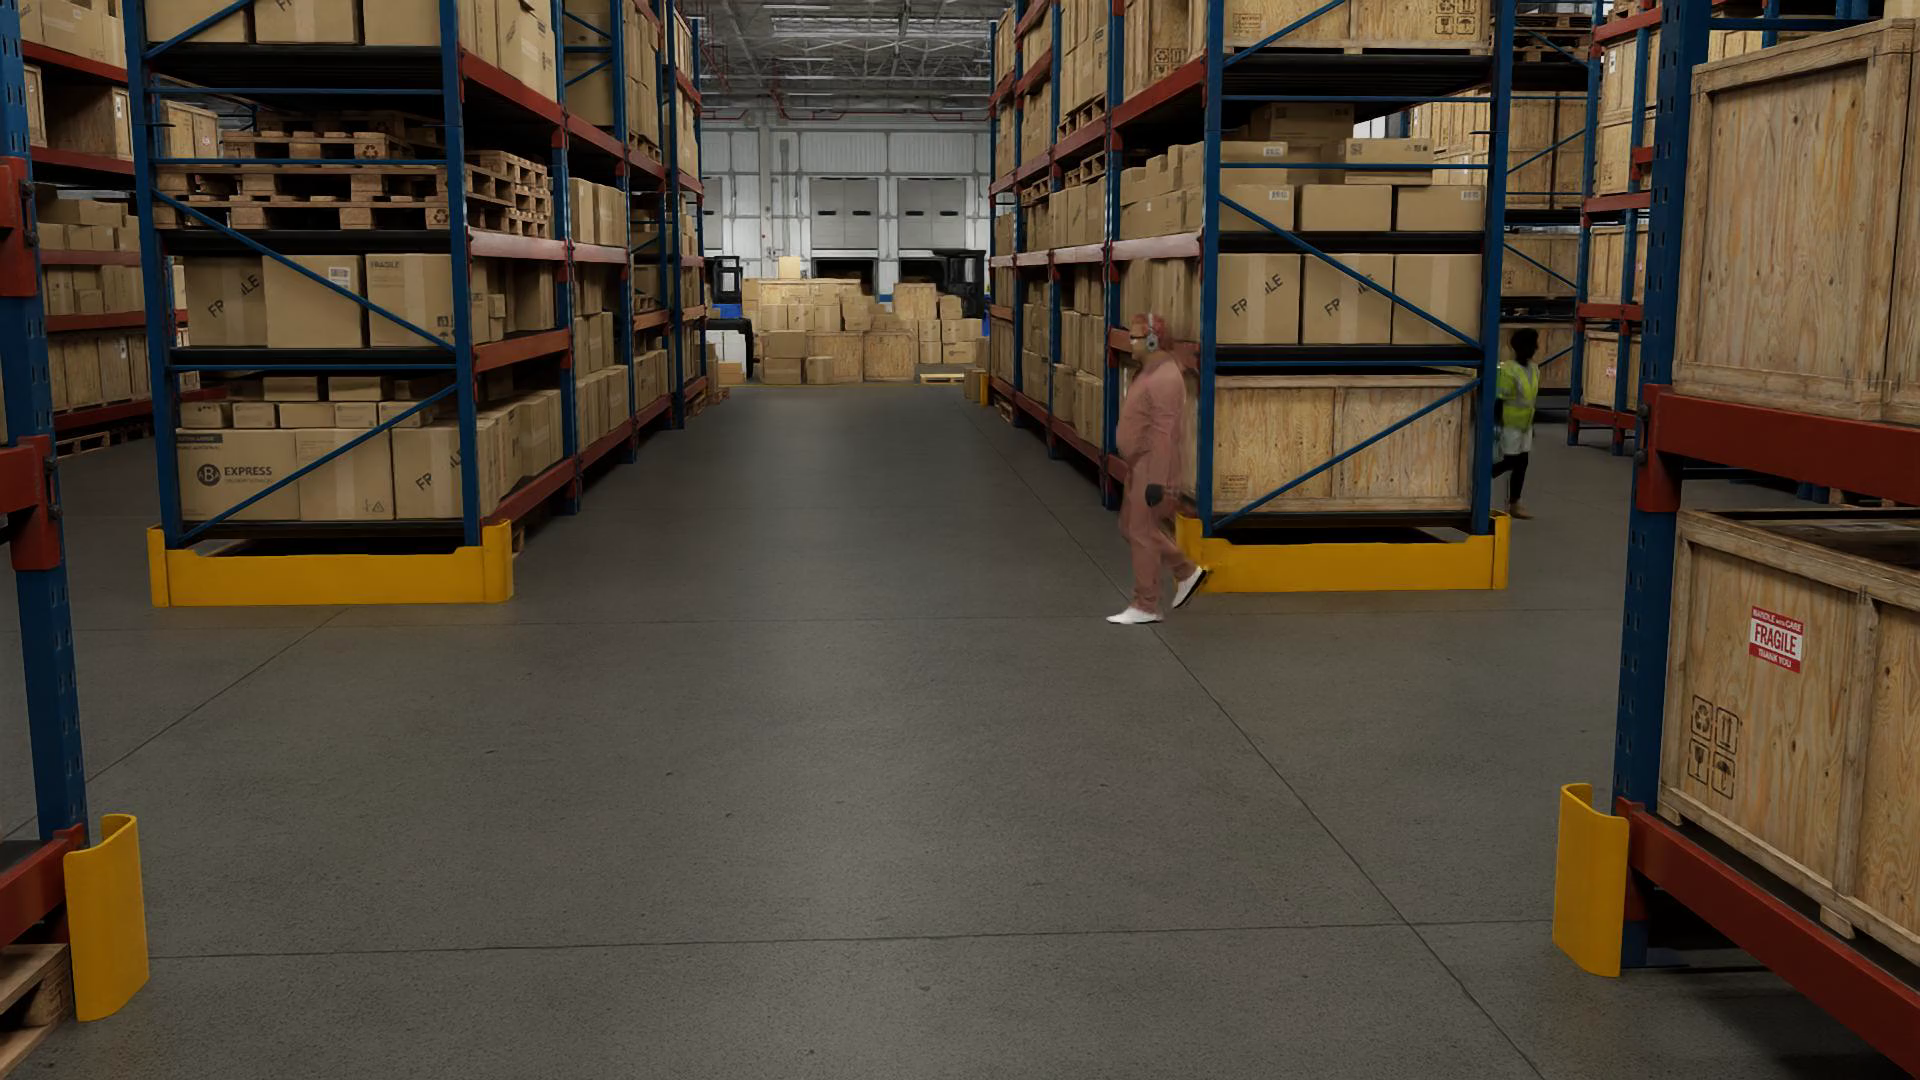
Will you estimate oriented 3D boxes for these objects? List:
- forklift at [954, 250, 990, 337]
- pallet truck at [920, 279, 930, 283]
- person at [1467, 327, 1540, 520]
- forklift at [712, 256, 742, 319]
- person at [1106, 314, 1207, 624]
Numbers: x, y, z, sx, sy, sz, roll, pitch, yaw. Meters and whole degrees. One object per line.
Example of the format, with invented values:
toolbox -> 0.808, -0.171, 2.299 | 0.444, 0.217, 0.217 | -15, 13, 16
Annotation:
forklift -> 0.279, -6.743, 46.671 | 1.129, 2.768, 1.873 | 7, 11, 37
pallet truck -> -0.932, -8.922, 63.114 | 1.885, 1.965, 0.823 | 2, 9, 13
person -> 4.774, -1.018, 14.484 | 0.540, 1.678, 0.494 | -7, 11, -37
forklift -> -8.488, -8.990, 60.777 | 1.129, 2.768, 1.873 | -1, 9, -4
person -> 1.196, -0.423, 10.095 | 0.539, 1.893, 0.648 | 0, 9, -3
